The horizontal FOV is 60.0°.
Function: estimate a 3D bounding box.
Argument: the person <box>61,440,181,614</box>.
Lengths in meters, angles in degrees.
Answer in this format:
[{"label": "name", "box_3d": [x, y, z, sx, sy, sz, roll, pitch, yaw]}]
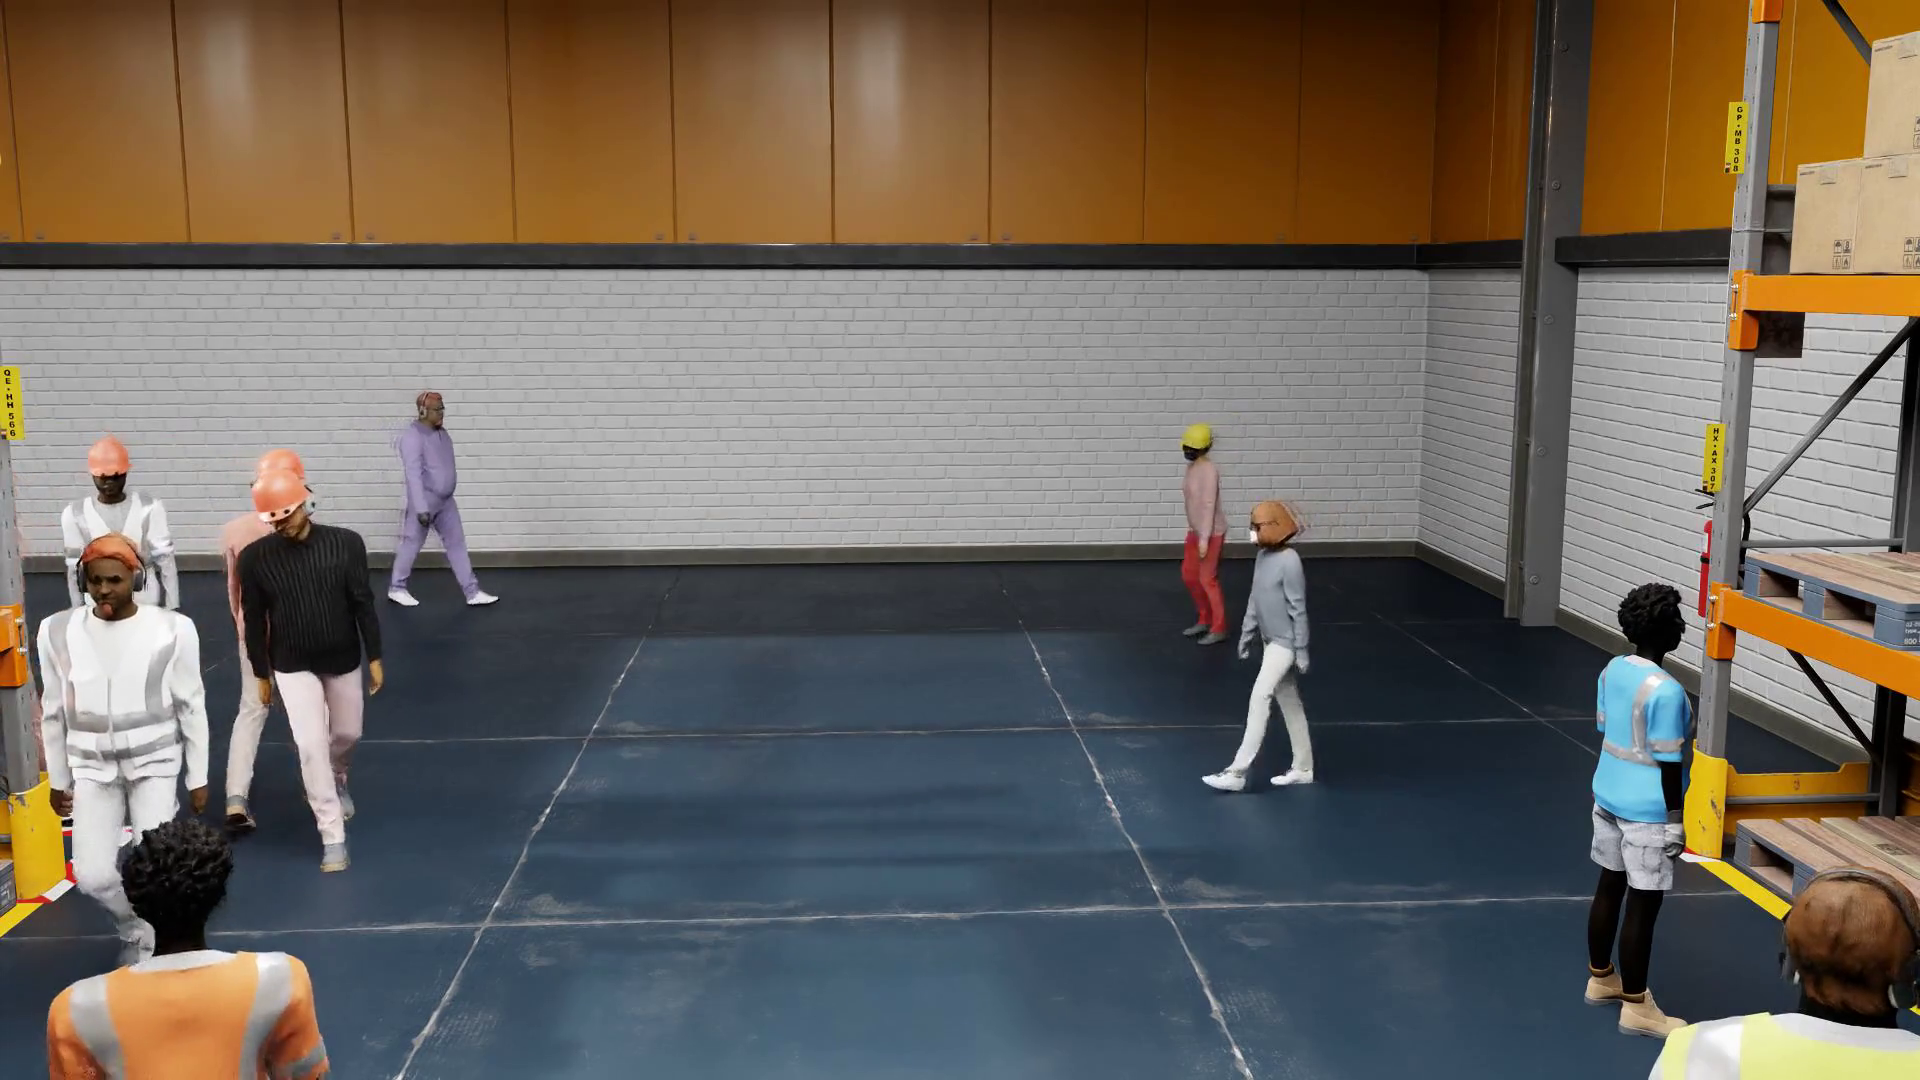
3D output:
[{"label": "person", "box_3d": [-4.841, 0.364, 9.641, 0.569, 1.881, 0.990, -6, 11, -32]}]

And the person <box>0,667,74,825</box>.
[{"label": "person", "box_3d": [-4.937, 0.600, 8.267, 0.916, 1.851, 0.763, -3, 10, -18]}]

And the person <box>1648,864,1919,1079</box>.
[{"label": "person", "box_3d": [1.498, 1.463, 2.905, 0.632, 1.840, 0.429, 4, 10, 23]}]

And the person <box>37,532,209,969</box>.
[{"label": "person", "box_3d": [-3.185, 0.890, 6.377, 0.594, 1.871, 0.443, -2, 9, -12]}]

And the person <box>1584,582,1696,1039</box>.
[{"label": "person", "box_3d": [2.565, 0.999, 6.252, 0.318, 1.700, 0.535, -1, 9, -5]}]

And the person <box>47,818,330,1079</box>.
[{"label": "person", "box_3d": [-1.673, 1.422, 3.668, 0.552, 1.671, 0.636, -4, 10, -25]}]

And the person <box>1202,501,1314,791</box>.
[{"label": "person", "box_3d": [1.633, 0.589, 9.128, 0.779, 1.596, 0.515, -1, 9, -9]}]

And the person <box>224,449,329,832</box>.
[{"label": "person", "box_3d": [-3.566, 0.506, 8.633, 0.616, 1.942, 1.025, 1, 9, 3]}]

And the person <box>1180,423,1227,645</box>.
[{"label": "person", "box_3d": [1.853, -0.041, 12.685, 0.489, 1.725, 0.544, -2, 9, -14]}]

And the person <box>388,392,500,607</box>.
[{"label": "person", "box_3d": [-4.485, -0.332, 14.140, 1.017, 1.852, 0.666, 3, 9, 16]}]

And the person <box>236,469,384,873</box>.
[{"label": "person", "box_3d": [-3.183, 0.579, 8.166, 0.637, 1.934, 0.922, -5, 10, -27]}]
